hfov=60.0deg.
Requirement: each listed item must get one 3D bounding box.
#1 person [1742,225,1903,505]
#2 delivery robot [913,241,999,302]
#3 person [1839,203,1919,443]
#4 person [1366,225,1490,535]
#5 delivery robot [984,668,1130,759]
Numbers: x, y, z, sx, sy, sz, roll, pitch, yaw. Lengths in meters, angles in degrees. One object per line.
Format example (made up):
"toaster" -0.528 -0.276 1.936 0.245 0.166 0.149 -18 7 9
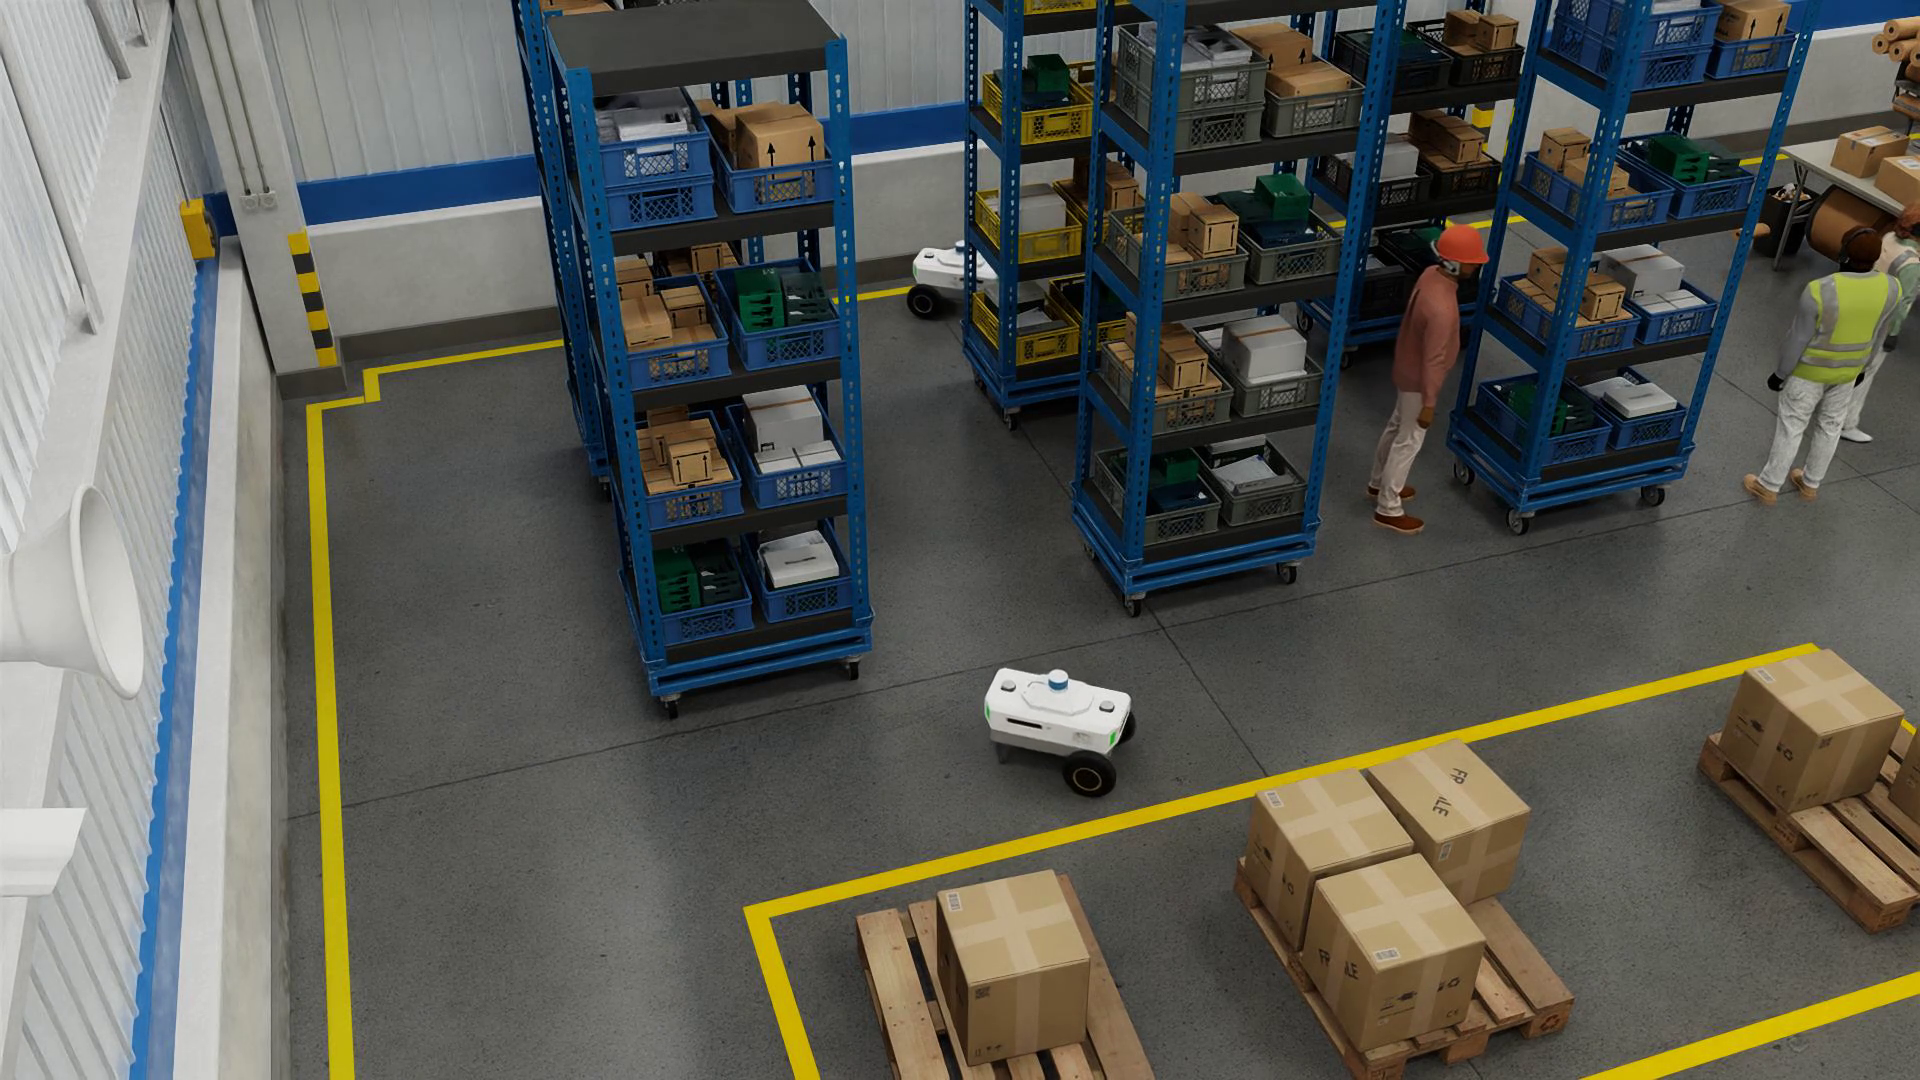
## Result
"person" 5.266 -1.055 10.174 0.619 1.845 0.430 -3 35 -5
"delivery robot" 0.018 -2.020 12.572 0.707 0.478 0.477 10 36 14
"person" 6.018 -1.438 10.890 0.314 1.640 0.516 4 35 5
"person" 2.796 -0.964 9.933 0.429 1.981 0.634 4 35 5
"delivery robot" 0.490 0.876 8.467 0.707 0.478 0.477 11 37 15
